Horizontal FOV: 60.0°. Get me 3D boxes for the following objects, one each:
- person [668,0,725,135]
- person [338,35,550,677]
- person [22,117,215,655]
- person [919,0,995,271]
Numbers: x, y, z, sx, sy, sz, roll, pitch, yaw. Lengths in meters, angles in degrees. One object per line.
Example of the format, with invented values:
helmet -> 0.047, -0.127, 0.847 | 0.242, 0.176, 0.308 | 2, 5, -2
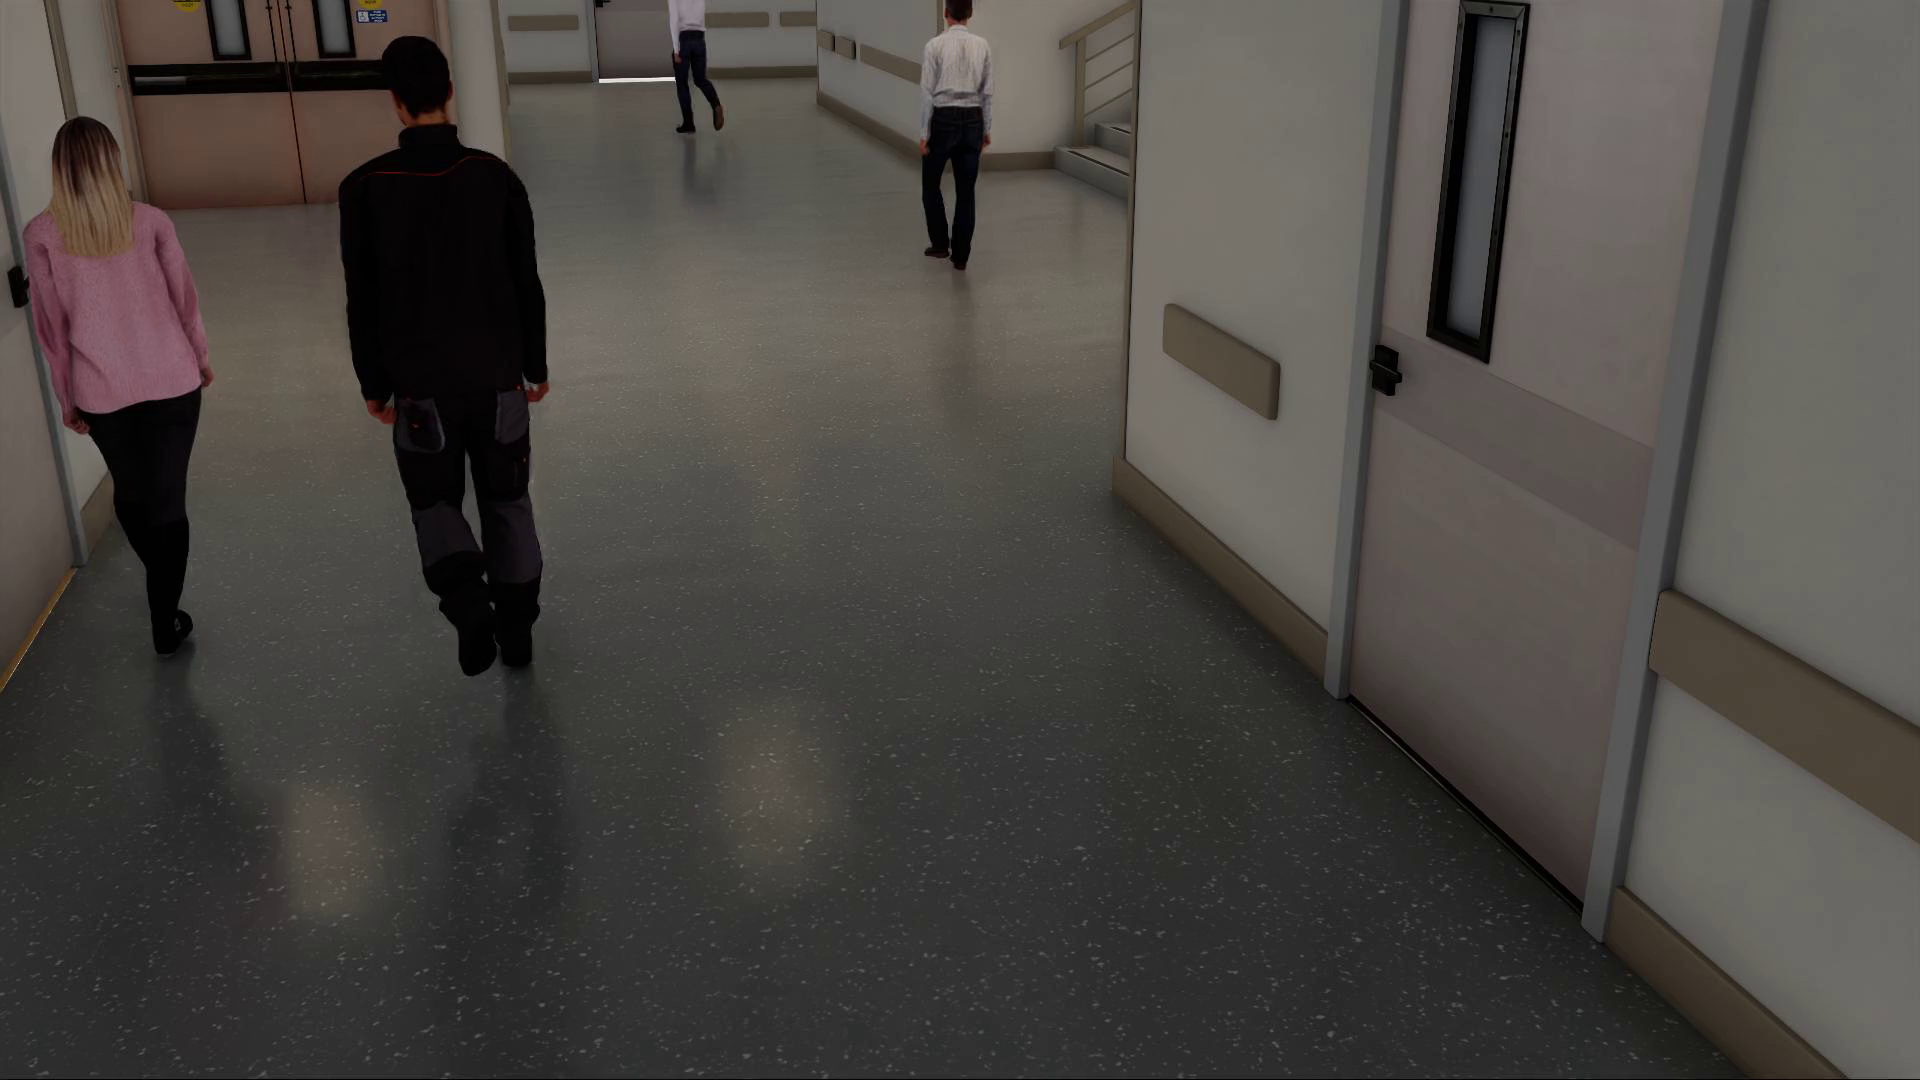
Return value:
person -> -2.789, -5.199, 17.495 | 1.009, 1.847, 0.930 | -17, 26, -37
person -> -1.486, -0.472, 4.911 | 0.886, 1.921, 0.850 | -6, 22, -16
person -> -2.592, -0.439, 5.200 | 0.878, 1.655, 0.652 | -5, 21, -14
person -> -0.013, -2.679, 10.898 | 0.599, 1.808, 0.736 | -5, 21, -14
